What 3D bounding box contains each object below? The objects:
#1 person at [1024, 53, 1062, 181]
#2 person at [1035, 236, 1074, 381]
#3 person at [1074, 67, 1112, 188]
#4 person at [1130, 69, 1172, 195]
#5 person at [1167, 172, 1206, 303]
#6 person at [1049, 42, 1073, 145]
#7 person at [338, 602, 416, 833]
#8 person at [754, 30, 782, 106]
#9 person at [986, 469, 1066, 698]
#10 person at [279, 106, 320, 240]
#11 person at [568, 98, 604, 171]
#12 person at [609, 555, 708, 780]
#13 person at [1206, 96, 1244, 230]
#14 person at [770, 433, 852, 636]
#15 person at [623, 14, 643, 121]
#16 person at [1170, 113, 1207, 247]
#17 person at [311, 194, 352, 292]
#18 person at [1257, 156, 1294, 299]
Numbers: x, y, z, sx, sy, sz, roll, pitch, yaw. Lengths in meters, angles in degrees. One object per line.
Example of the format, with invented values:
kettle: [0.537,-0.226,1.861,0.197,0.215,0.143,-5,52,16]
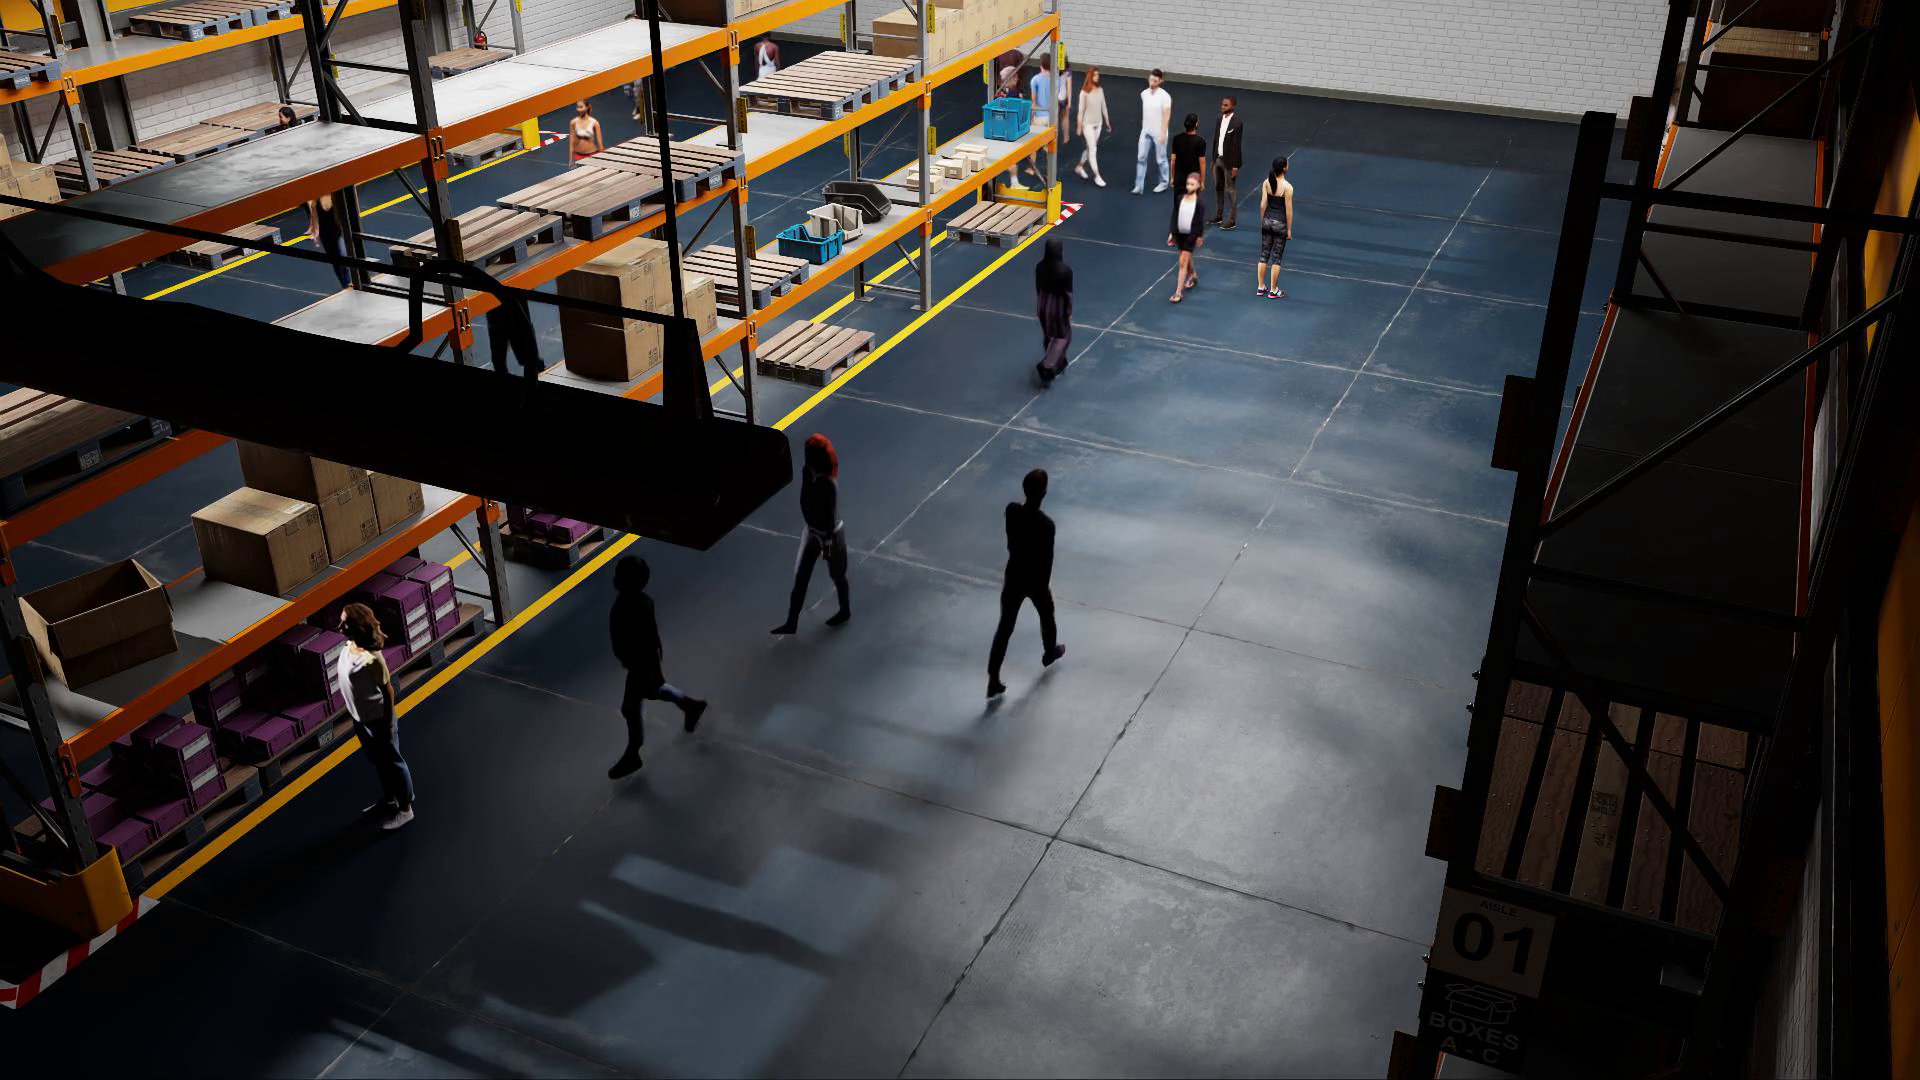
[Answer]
person: [1.276,-6.189,24.497,0.941,1.839,1.012,-8,30,-15]
person: [0.983,-2.487,17.963,0.651,1.599,0.973,16,32,27]
person: [1.903,-6.132,24.555,1.052,1.685,0.943,-21,35,-34]
person: [2.841,-5.882,23.959,1.092,1.816,0.839,-25,37,-38]
person: [2.805,-3.742,20.340,0.674,1.526,1.099,19,34,31]
person: [1.479,-6.833,25.877,0.829,1.649,1.225,5,29,9]
person: [-3.913,1.167,11.133,0.689,1.723,0.658,24,37,37]
person: [-3.074,-7.354,26.692,0.621,1.783,0.559,6,29,11]
person: [0.441,0.362,12.524,0.712,1.806,1.232,16,33,27]
person: [-8.824,-4.907,22.221,0.804,1.769,0.777,-18,33,-29]
person: [-5.055,-5.185,22.729,0.696,1.770,0.838,6,29,11]
person: [-2.186,0.845,11.784,1.178,1.666,0.890,-22,35,-34]
person: [3.630,-5.144,22.627,0.717,1.797,0.724,-18,34,-30]
person: [-1.027,-0.061,13.355,1.070,1.751,0.851,-24,37,-37]
person: [-5.429,-7.917,27.790,0.678,1.721,0.684,8,30,14]
person: [3.003,-4.752,21.950,0.646,1.758,0.568,15,32,26]
person: [-7.520,-3.682,20.064,0.862,1.684,1.079,0,29,0]
person: [3.828,-3.816,20.264,0.630,1.728,0.616,23,36,35]
